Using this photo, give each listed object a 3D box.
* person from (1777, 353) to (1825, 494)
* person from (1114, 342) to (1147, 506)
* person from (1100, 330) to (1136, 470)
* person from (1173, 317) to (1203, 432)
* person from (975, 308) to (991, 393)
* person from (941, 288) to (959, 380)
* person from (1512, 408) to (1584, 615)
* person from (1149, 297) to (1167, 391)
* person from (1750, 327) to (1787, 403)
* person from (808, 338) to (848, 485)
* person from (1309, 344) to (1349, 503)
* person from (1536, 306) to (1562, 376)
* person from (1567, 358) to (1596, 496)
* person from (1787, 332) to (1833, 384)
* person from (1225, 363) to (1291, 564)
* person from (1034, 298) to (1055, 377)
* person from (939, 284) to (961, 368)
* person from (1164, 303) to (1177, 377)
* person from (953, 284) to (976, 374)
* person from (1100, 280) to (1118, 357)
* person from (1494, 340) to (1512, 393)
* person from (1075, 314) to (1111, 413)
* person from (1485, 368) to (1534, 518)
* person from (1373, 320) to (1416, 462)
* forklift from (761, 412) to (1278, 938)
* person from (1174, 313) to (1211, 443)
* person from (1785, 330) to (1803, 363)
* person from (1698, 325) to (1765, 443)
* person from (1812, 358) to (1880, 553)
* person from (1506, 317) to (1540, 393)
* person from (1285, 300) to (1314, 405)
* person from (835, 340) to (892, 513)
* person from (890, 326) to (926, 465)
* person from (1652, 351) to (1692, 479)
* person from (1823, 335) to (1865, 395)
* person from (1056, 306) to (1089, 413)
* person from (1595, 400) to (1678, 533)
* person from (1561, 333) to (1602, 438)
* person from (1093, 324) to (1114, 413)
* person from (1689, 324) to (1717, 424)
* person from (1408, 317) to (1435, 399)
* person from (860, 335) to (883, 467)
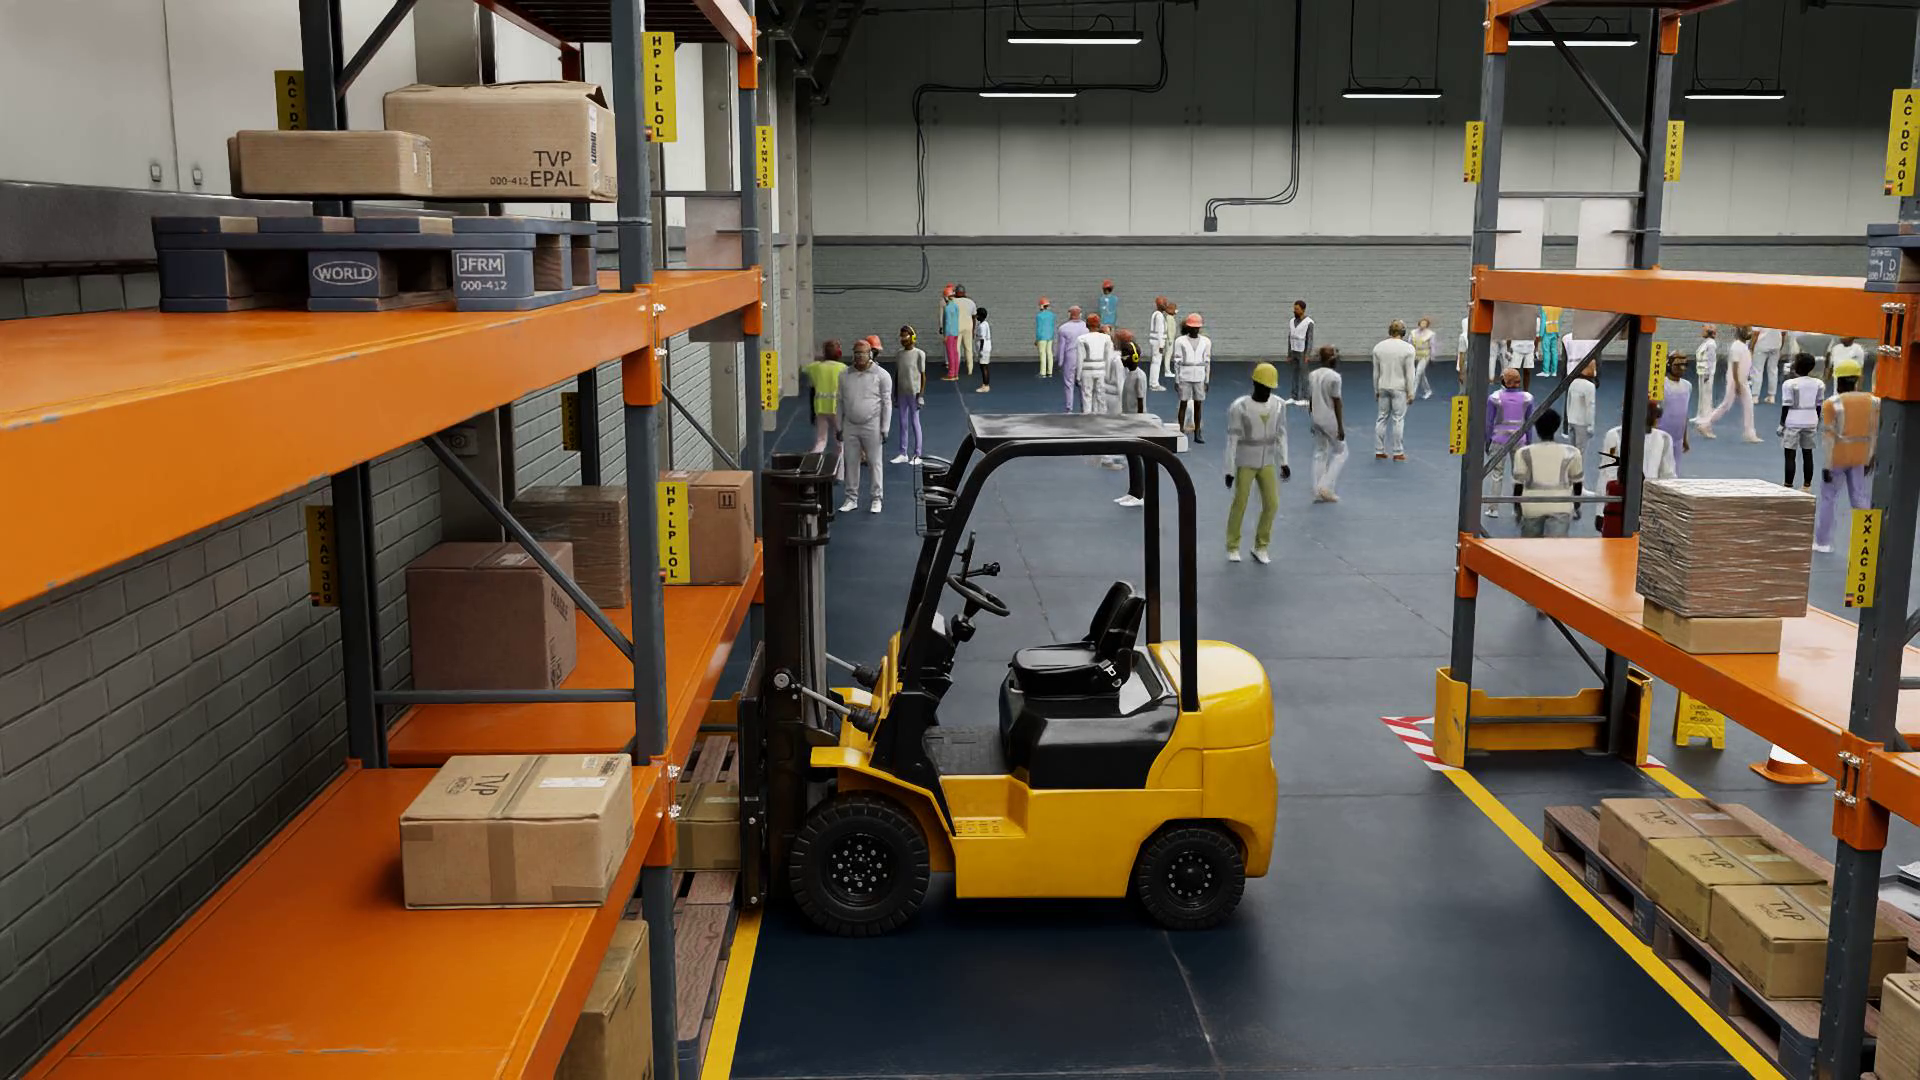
[{"bbox_3d":[9.835,-1.343,19.489,0.540,1.700,0.316,-2,10,-9],"label":"person"},{"bbox_3d":[1.948,-1.310,18.874,0.335,1.860,0.508,-2,10,-10],"label":"person"},{"bbox_3d":[2.061,-1.817,21.711,0.514,1.848,0.613,2,10,14],"label":"person"},{"bbox_3d":[3.601,-2.617,26.310,0.620,1.818,0.712,3,10,14],"label":"person"},{"bbox_3d":[0.456,-3.769,33.039,0.319,1.694,0.536,1,10,7],"label":"person"},{"bbox_3d":[-0.222,-4.450,35.997,0.392,1.988,0.608,4,11,22],"label":"person"},{"bbox_3d":[4.766,-0.247,13.511,0.534,1.640,0.920,5,11,25],"label":"person"},{"bbox_3d":[3.999,-3.950,33.544,0.347,1.877,0.573,0,10,-3],"label":"person"},{"bbox_3d":[14.938,-3.562,30.901,0.690,2.000,0.538,-1,10,-6],"label":"person"},{"bbox_3d":[-1.583,-1.539,20.231,0.576,1.823,0.777,2,10,9],"label":"person"},{"bbox_3d":[4.217,-1.318,18.971,0.434,1.830,0.559,-6,12,-28],"label":"person"},{"bbox_3d":[13.136,-4.599,37.028,0.596,1.915,0.370,-5,11,-26],"label":"person"},{"bbox_3d":[7.357,-1.347,19.701,0.287,1.631,0.501,-2,10,-9],"label":"person"},{"bbox_3d":[13.484,-2.649,26.399,0.610,1.824,0.468,1,10,8],"label":"person"},{"bbox_3d":[2.757,-0.714,15.509,0.604,1.872,0.598,-4,11,-21],"label":"person"},{"bbox_3d":[1.854,-4.475,36.783,0.327,1.753,0.563,10,14,43],"label":"person"},{"bbox_3d":[-0.208,-5.086,39.518,0.612,1.996,0.376,-3,11,-16],"label":"person"},{"bbox_3d":[4.683,-4.441,36.939,0.284,1.633,0.497,2,10,12],"label":"person"},{"bbox_3d":[0.008,-4.760,37.577,0.678,2.000,0.536,-2,10,-13],"label":"person"},{"bbox_3d":[3.585,-5.305,40.604,0.381,2.041,0.616,10,14,43],"label":"person"},{"bbox_3d":[10.674,-3.717,32.595,0.324,1.743,0.490,1,10,7],"label":"person"},{"bbox_3d":[2.043,-2.526,25.573,0.576,1.882,0.355,-3,11,-18],"label":"person"},{"bbox_3d":[5.935,-1.041,18.008,0.514,1.634,0.313,1,10,6],"label":"person"},{"bbox_3d":[5.914,-2.033,22.695,0.627,1.933,0.367,10,14,44],"label":"person"},{"bbox_3d":[0.291,0.548,7.580,2.313,2.155,1.214,0,10,-2],"label":"forklift"},{"bbox_3d":[3.447,-2.389,24.665,0.548,1.935,0.361,-1,10,-5],"label":"person"},{"bbox_3d":[18.833,-4.618,37.654,0.513,1.718,0.447,-7,12,-34],"label":"person"},{"bbox_3d":[11.593,-2.365,24.923,0.515,1.816,0.942,-9,13,-41],"label":"person"},{"bbox_3d":[8.443,-0.766,15.756,0.588,1.902,0.801,-1,10,-6],"label":"person"},{"bbox_3d":[10.473,-3.533,30.947,0.614,1.964,0.361,0,10,1],"label":"person"},{"bbox_3d":[6.242,-3.436,30.545,0.390,1.919,0.591,-6,12,-31],"label":"person"},{"bbox_3d":[-1.083,-1.249,18.375,0.651,1.913,0.409,3,11,16],"label":"person"},{"bbox_3d":[-0.698,-1.944,22.367,0.514,1.872,0.328,7,12,33],"label":"person"},{"bbox_3d":[7.512,-1.080,17.623,0.506,1.847,0.350,-3,11,-18],"label":"person"},{"bbox_3d":[12.472,-2.142,23.633,0.810,1.813,0.538,-3,11,-14],"label":"person"},{"bbox_3d":[1.940,-3.016,28.236,0.652,1.906,0.402,-3,11,-17],"label":"person"},{"bbox_3d":[5.188,-0.217,12.717,0.682,1.874,0.392,-3,11,-16],"label":"person"},{"bbox_3d":[9.450,-2.494,25.324,0.592,1.910,0.379,4,11,23],"label":"person"},{"bbox_3d":[2.359,-2.727,27.370,0.308,1.641,0.514,8,13,37],"label":"person"},{"bbox_3d":[12.299,-2.742,27.440,0.307,1.645,0.514,2,10,9],"label":"person"},{"bbox_3d":[8.737,-3.431,31.435,0.851,1.588,0.514,-9,13,-40],"label":"person"},{"bbox_3d":[-1.184,-1.852,22.182,0.339,1.748,0.563,1,10,7],"label":"person"}]
